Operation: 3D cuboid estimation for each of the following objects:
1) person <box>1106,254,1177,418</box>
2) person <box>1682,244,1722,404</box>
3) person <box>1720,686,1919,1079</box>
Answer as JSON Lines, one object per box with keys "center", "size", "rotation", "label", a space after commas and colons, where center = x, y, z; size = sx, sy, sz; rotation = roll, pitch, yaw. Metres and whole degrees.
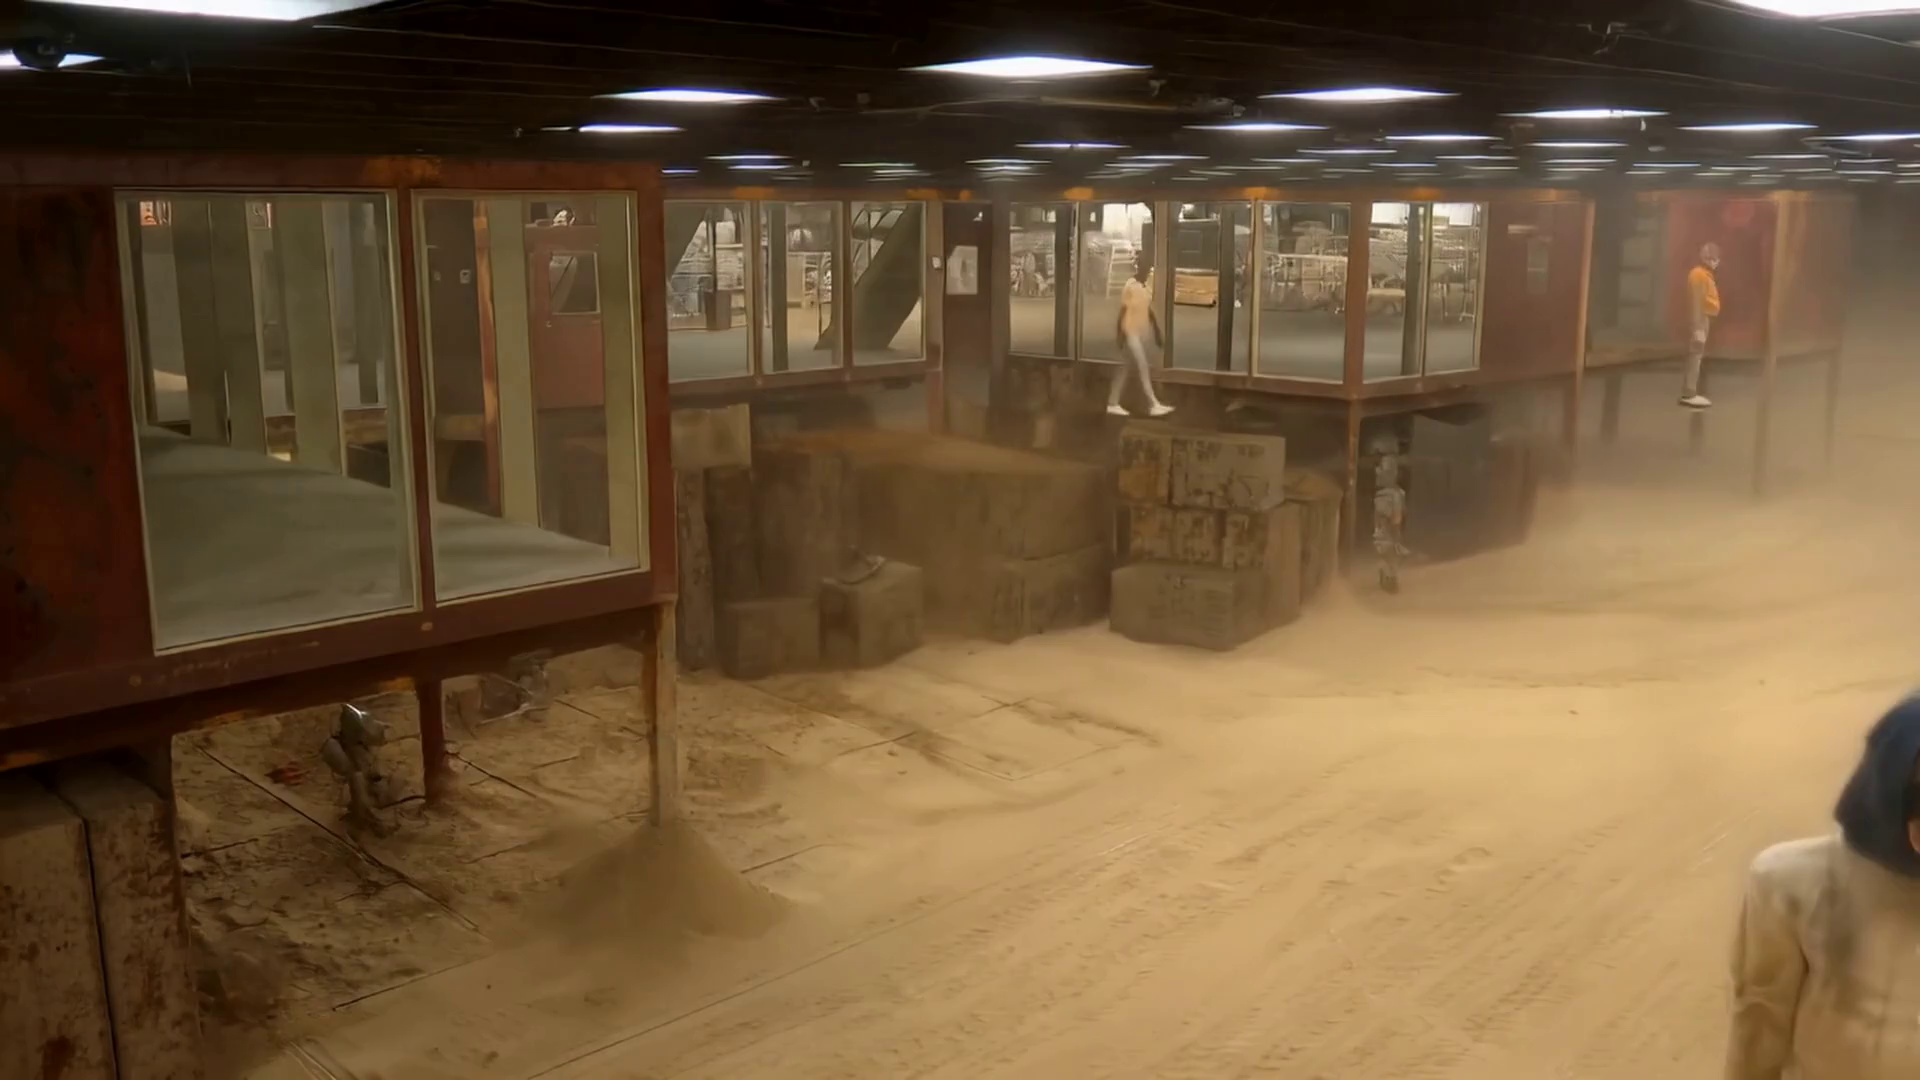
{"center": [2.038, -2.270, 18.575], "size": [0.975, 1.820, 0.540], "rotation": [7, 13, 31], "label": "person"}
{"center": [8.868, -2.561, 19.872], "size": [0.396, 1.897, 0.680], "rotation": [5, 12, 23], "label": "person"}
{"center": [1.476, 1.014, 2.640], "size": [0.517, 1.630, 0.554], "rotation": [5, 12, 22], "label": "person"}
